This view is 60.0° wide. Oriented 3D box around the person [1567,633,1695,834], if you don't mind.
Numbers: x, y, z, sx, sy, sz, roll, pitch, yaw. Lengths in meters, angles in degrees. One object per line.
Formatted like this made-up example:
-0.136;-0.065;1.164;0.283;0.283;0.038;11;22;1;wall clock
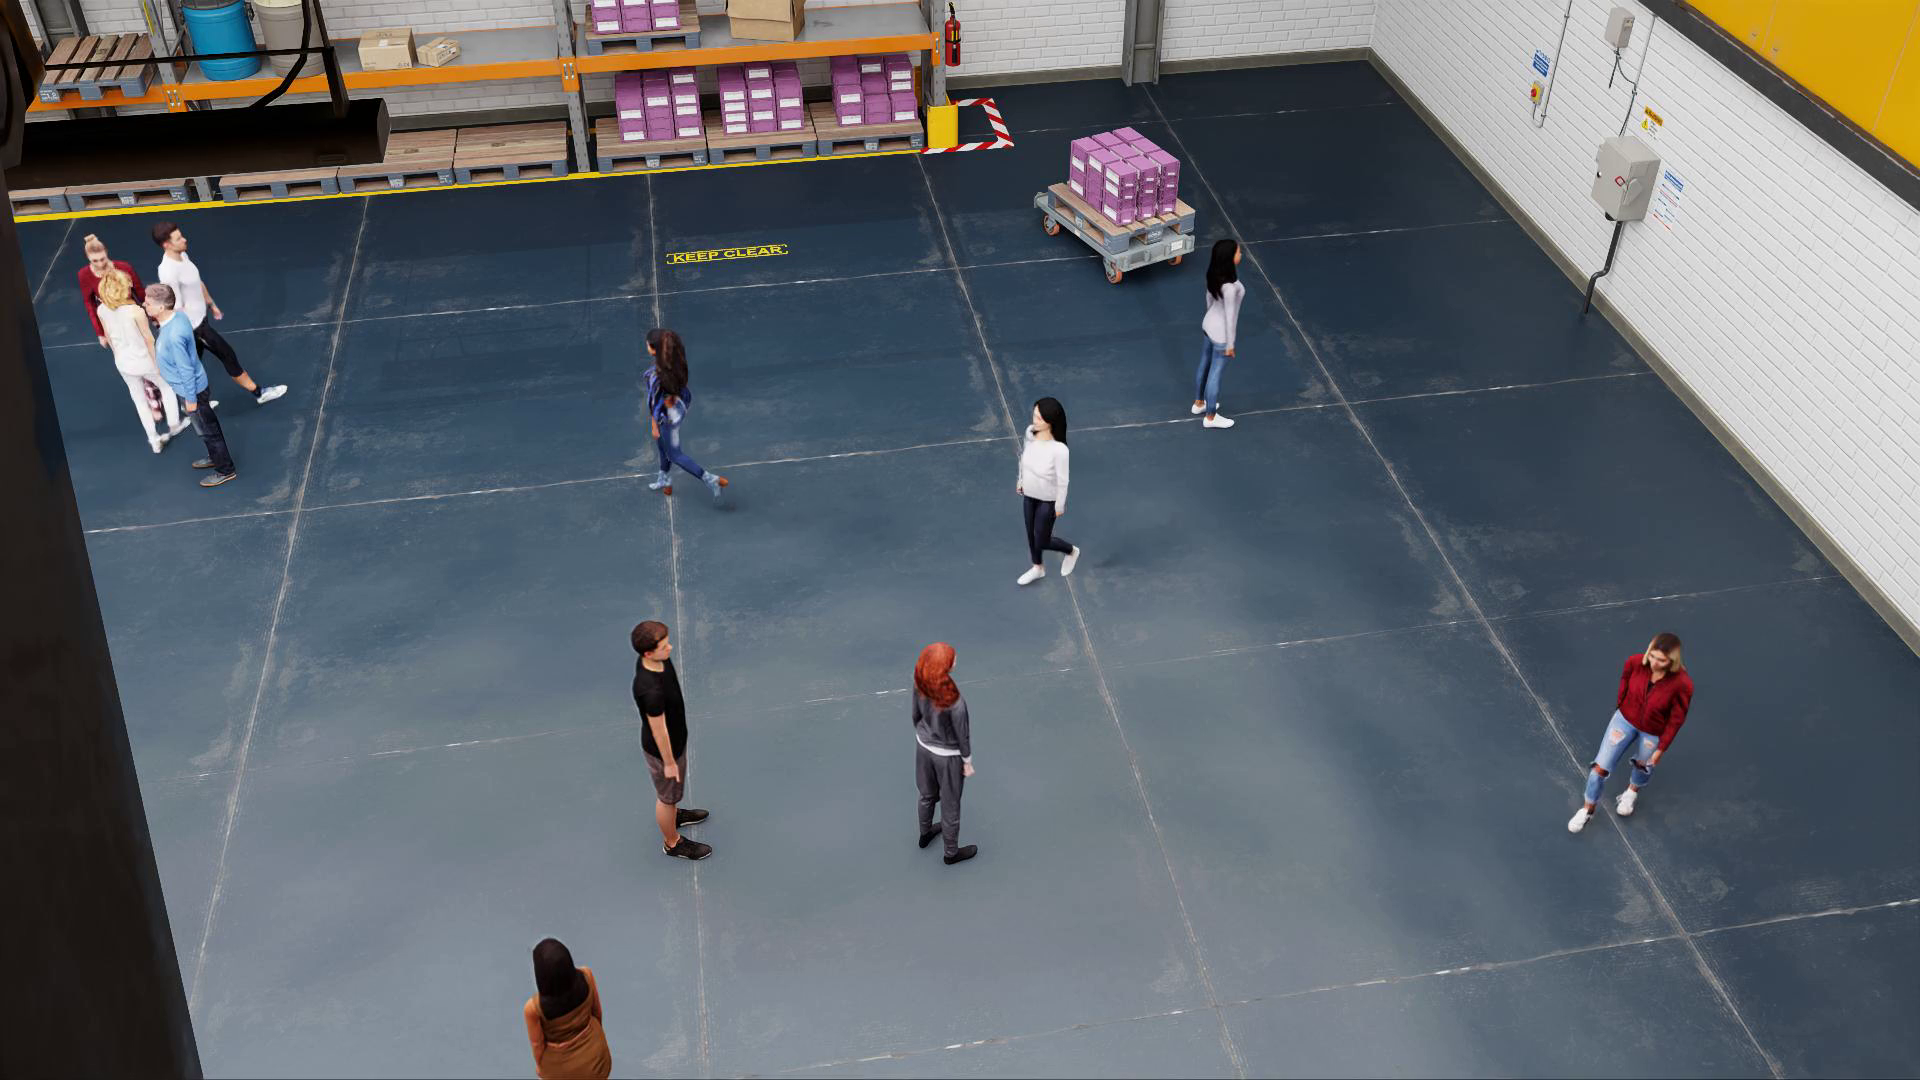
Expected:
4.388;1.154;10.584;0.902;1.601;0.980;26;45;29;person

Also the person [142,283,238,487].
-6.235;-1.283;13.460;0.681;1.820;0.717;-18;42;-21;person

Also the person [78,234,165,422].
-7.219;-1.909;14.364;1.067;1.671;0.862;-12;40;-15;person

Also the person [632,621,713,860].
-1.836;1.209;10.307;0.557;1.861;0.682;-5;39;-7;person

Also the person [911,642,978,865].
-0.116;1.305;10.252;0.659;1.780;0.685;31;48;33;person

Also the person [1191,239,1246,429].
2.181;-1.765;14.132;0.529;1.735;0.610;-8;39;-10;person

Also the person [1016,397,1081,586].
0.691;-0.370;12.422;0.835;1.688;0.764;-23;44;-26;person

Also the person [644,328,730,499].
-2.250;-0.953;13.225;1.075;1.598;0.889;11;40;14;person

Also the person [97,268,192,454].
-6.871;-1.437;13.792;0.756;1.647;0.788;3;39;4;person

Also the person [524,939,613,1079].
-2.008;2.660;8.628;0.608;1.689;0.697;-32;48;-33;person

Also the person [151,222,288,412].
-6.614;-1.851;14.184;1.159;1.804;0.732;-9;39;-11;person
